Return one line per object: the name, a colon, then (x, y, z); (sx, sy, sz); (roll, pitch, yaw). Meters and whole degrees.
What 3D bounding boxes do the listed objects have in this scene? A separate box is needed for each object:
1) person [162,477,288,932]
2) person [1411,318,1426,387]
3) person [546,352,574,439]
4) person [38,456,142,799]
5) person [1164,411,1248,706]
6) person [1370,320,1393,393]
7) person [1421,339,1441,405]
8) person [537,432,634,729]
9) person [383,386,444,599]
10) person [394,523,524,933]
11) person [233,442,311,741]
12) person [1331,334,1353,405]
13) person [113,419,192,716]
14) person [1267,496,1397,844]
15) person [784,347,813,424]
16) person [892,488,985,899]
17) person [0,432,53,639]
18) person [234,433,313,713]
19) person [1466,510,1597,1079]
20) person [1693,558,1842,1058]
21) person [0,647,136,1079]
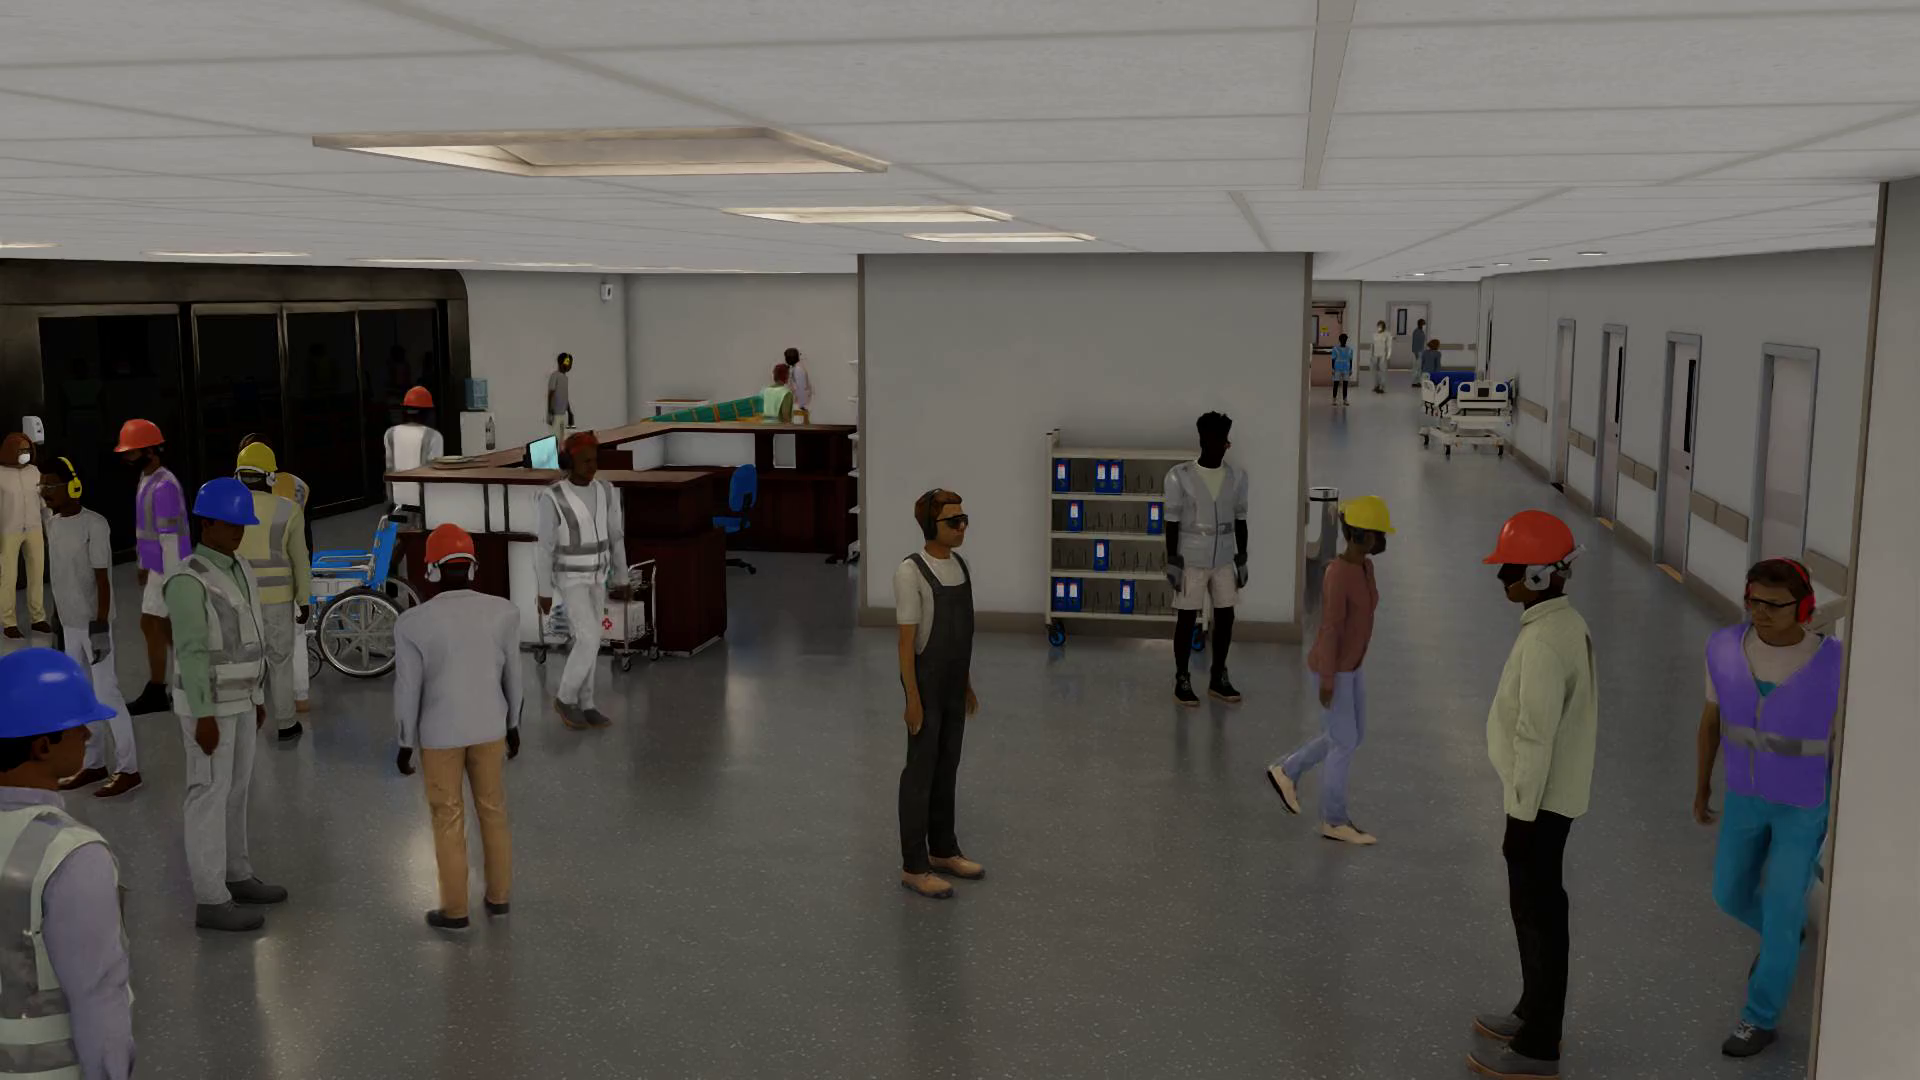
person: (-3.177, 0.695, 7.197); (0.402, 1.941, 0.602); (0, 9, -1)
person: (12.880, -5.254, 46.733); (0.369, 1.929, 0.638); (5, 10, 29)
person: (-5.835, -1.799, 24.157); (0.333, 1.831, 0.653); (2, 9, 13)
person: (-4.748, 0.467, 9.007); (0.496, 1.861, 0.336); (5, 10, 28)
person: (1.622, 0.123, 10.965); (0.607, 1.956, 0.386); (-3, 9, -17)
person: (11.082, -4.829, 43.903); (0.472, 1.924, 0.659); (-8, 12, -44)
person: (10.762, -3.790, 38.017); (0.531, 1.601, 0.569); (6, 11, 36)
person: (-2.325, 0.265, 10.312); (0.438, 1.870, 0.581); (5, 10, 30)
person: (-4.711, -0.360, 14.284); (0.567, 1.917, 0.702); (1, 9, 7)
person: (-2.155, 0.797, 7.146); (0.572, 1.747, 0.344); (-7, 11, -40)
person: (-4.224, 0.325, 10.054); (0.596, 1.828, 0.403); (-1, 9, -8)
person: (9.052, -4.039, 39.413); (0.534, 1.699, 0.318); (0, 9, -3)
person: (-5.204, 0.162, 10.794); (0.589, 1.914, 0.581); (-5, 10, -32)
person: (1.852, 0.630, 8.296); (0.576, 1.742, 0.558); (5, 10, 31)
person: (-2.535, -2.240, 27.139); (0.645, 1.812, 0.642); (-1, 9, -5)
person: (-0.093, 0.683, 7.587); (0.345, 1.847, 0.508); (5, 10, 32)
person: (-7.404, -0.040, 13.133); (0.285, 1.627, 0.504); (5, 10, 32)
person: (-4.451, 0.232, 10.657); (0.431, 1.836, 0.626); (8, 12, 42)
person: (1.997, 0.884, 5.812); (0.404, 1.985, 0.602); (4, 9, 25)
person: (2.993, 0.932, 6.051); (0.628, 1.815, 0.597); (-7, 11, -37)
person: (-2.073, 1.206, 3.784); (0.605, 1.948, 0.406); (5, 10, 30)
